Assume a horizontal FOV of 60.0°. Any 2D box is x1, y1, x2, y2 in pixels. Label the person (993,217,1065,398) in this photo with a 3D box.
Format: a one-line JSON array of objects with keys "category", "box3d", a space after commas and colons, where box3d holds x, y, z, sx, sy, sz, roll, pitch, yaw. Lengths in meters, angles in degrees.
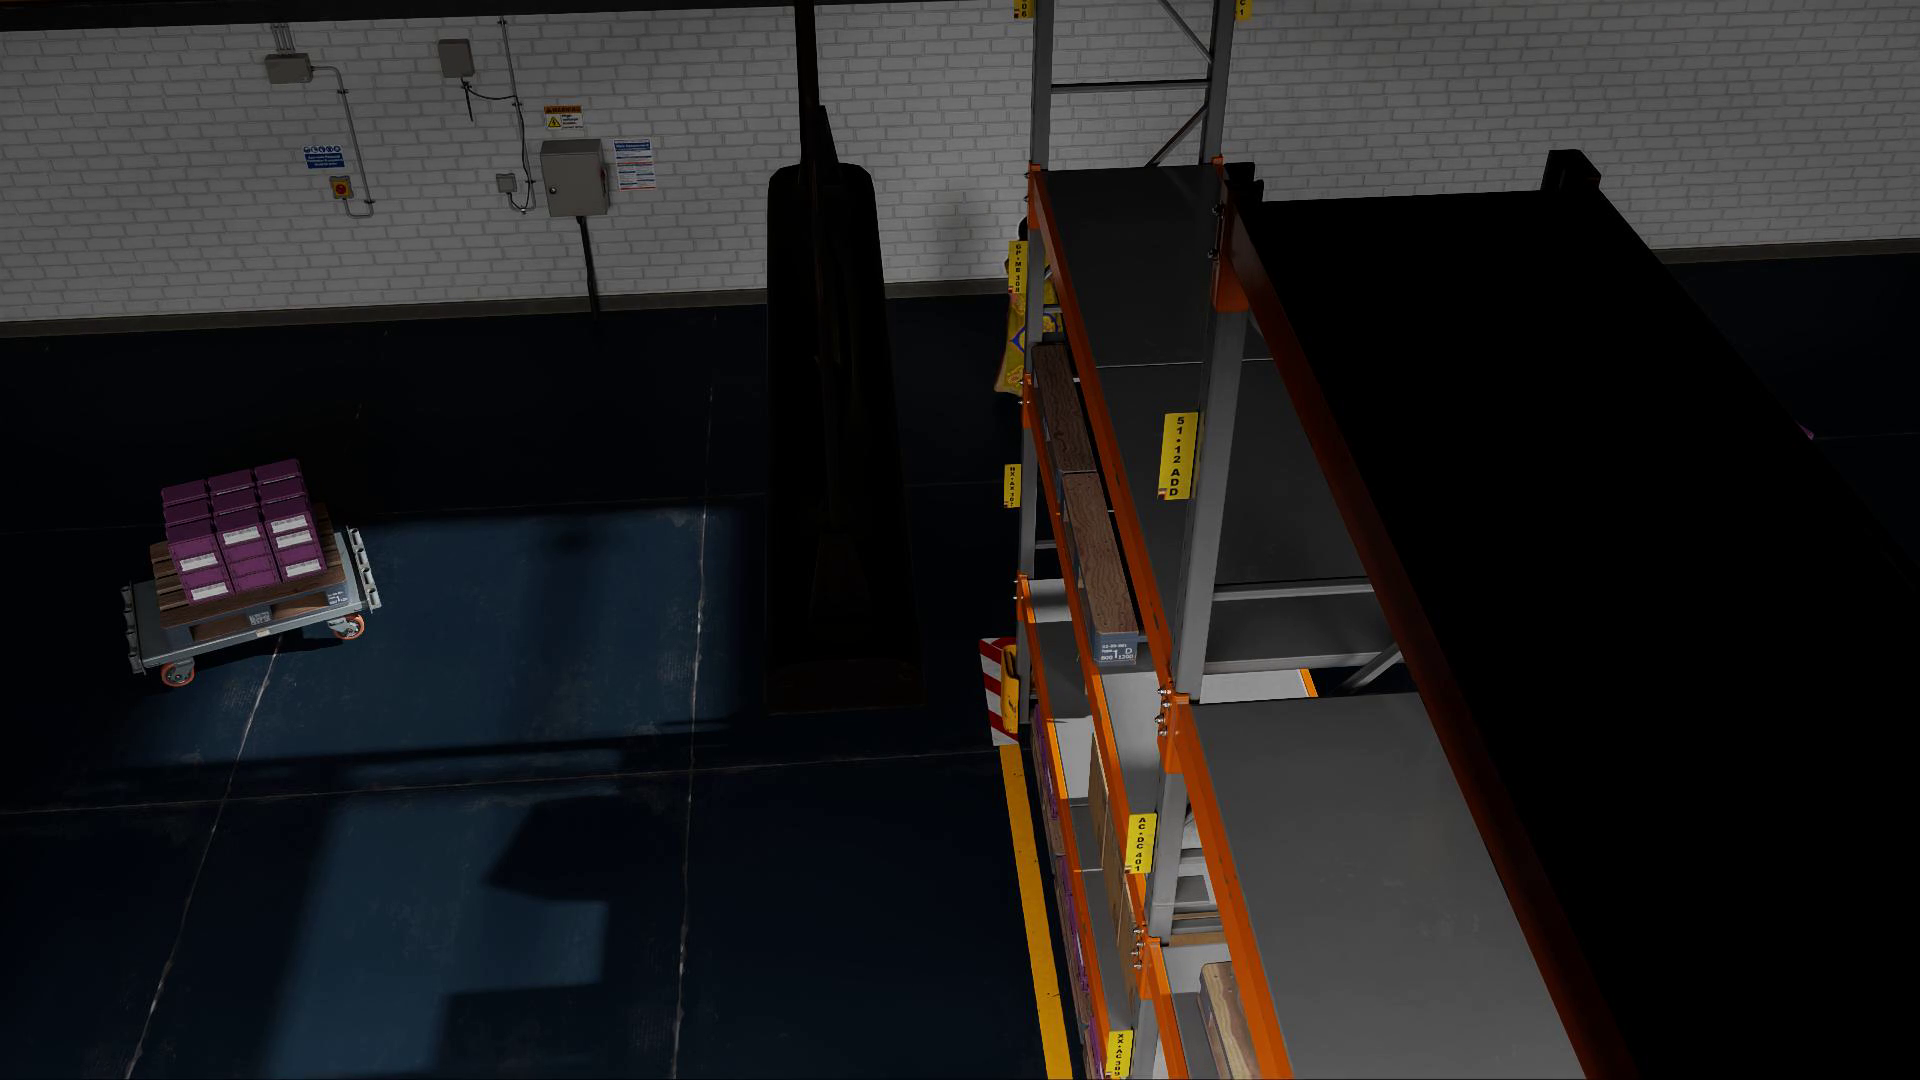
[{"category": "person", "box3d": [0.601, -1.974, 13.991, 0.992, 1.661, 0.993, -23, 44, -26]}]
